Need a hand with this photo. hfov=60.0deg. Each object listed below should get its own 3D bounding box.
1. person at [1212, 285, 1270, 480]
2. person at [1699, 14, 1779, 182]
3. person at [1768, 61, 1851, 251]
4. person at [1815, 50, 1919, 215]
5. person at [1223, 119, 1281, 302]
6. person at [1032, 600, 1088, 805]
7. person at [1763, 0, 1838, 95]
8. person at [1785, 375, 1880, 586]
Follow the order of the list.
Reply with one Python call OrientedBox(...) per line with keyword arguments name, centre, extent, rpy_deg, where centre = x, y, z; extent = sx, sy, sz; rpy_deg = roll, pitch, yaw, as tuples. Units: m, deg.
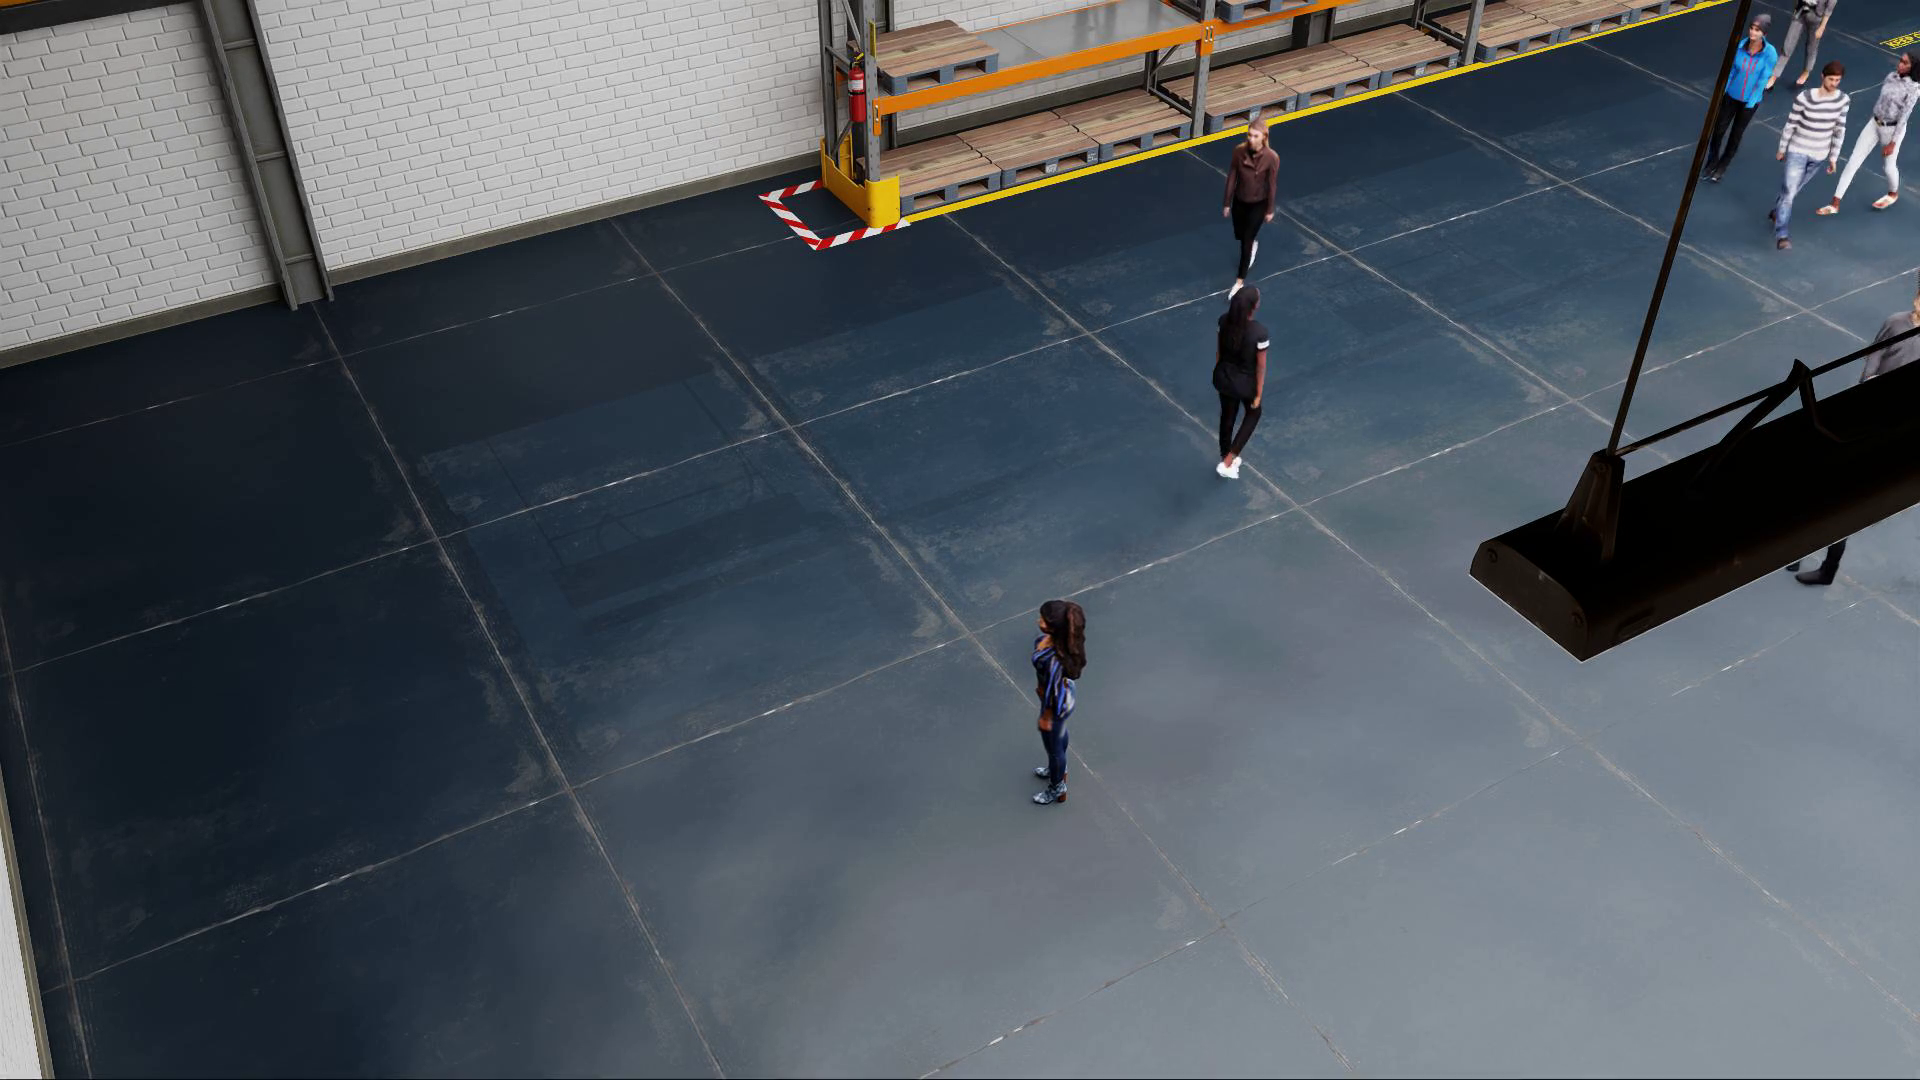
OrientedBox(name="person", centre=(2.099, -1.172, 12.856), extent=(0.740, 1.721, 0.817), rpy_deg=(26, 45, 29))
OrientedBox(name="person", centre=(8.025, -4.515, 16.990), extent=(0.713, 1.785, 0.765), rpy_deg=(31, 48, 33))
OrientedBox(name="person", centre=(8.133, -3.758, 16.034), extent=(1.206, 1.796, 1.151), rpy_deg=(3, 39, 4))
OrientedBox(name="person", centre=(9.191, -3.993, 16.420), extent=(1.206, 1.681, 0.763), rpy_deg=(-12, 40, -14))
OrientedBox(name="person", centre=(2.690, -3.104, 15.309), extent=(0.991, 1.677, 1.170), rpy_deg=(19, 42, 22))
OrientedBox(name="person", centre=(0.586, 0.987, 10.239), extent=(0.736, 1.614, 0.692), rpy_deg=(6, 39, 8))
OrientedBox(name="person", centre=(9.636, -5.833, 18.768), extent=(1.093, 1.625, 0.689), rpy_deg=(-24, 45, -27))
OrientedBox(name="person", centre=(6.372, -0.379, 11.808), extent=(0.901, 1.790, 0.840), rpy_deg=(6, 39, 7))
